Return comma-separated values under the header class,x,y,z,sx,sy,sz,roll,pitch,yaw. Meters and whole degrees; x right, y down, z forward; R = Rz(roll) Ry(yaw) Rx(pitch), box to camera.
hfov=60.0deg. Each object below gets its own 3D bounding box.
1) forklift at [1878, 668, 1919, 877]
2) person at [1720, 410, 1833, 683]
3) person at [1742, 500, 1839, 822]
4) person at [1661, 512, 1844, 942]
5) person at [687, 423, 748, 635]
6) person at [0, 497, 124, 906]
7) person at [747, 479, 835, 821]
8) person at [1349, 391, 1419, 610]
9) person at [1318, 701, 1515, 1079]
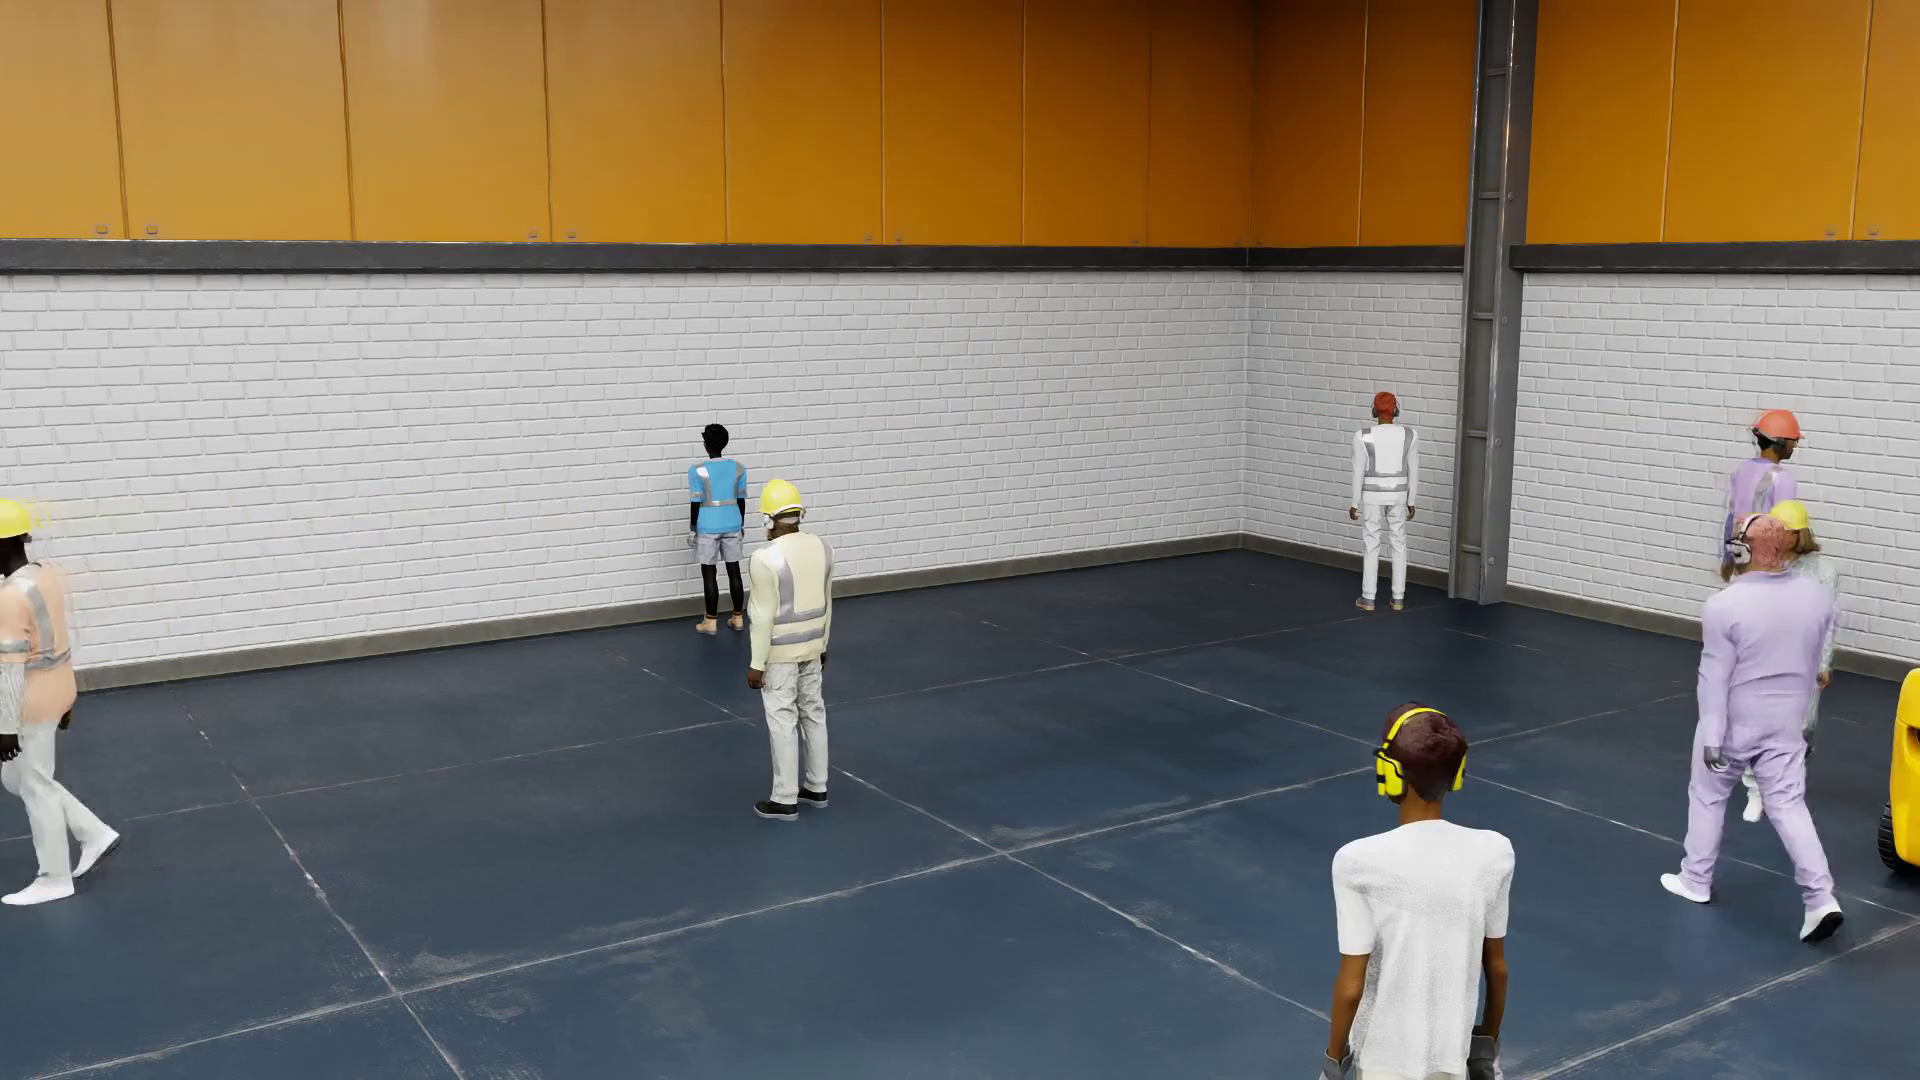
class,x,y,z,sx,sy,sz,roll,pitch,yaw
forklift,5.511,0.571,7.906,2.313,2.155,1.214,-6,11,-33
person,5.518,0.120,11.237,1.007,1.986,0.626,0,9,0
person,4.468,0.622,9.011,0.491,1.722,0.721,6,11,32
person,3.574,0.817,7.398,0.639,1.876,0.912,-2,10,-9
person,-1.952,-0.089,13.376,0.541,1.695,0.316,-7,12,-38
person,-4.276,0.750,7.666,0.456,1.915,0.586,-3,10,-19
person,-0.928,0.583,8.926,0.403,1.828,0.596,7,12,36
person,3.636,-0.331,14.274,0.572,1.884,0.354,0,9,0
person,1.152,1.336,4.285,0.538,1.866,0.313,-2,10,-14
